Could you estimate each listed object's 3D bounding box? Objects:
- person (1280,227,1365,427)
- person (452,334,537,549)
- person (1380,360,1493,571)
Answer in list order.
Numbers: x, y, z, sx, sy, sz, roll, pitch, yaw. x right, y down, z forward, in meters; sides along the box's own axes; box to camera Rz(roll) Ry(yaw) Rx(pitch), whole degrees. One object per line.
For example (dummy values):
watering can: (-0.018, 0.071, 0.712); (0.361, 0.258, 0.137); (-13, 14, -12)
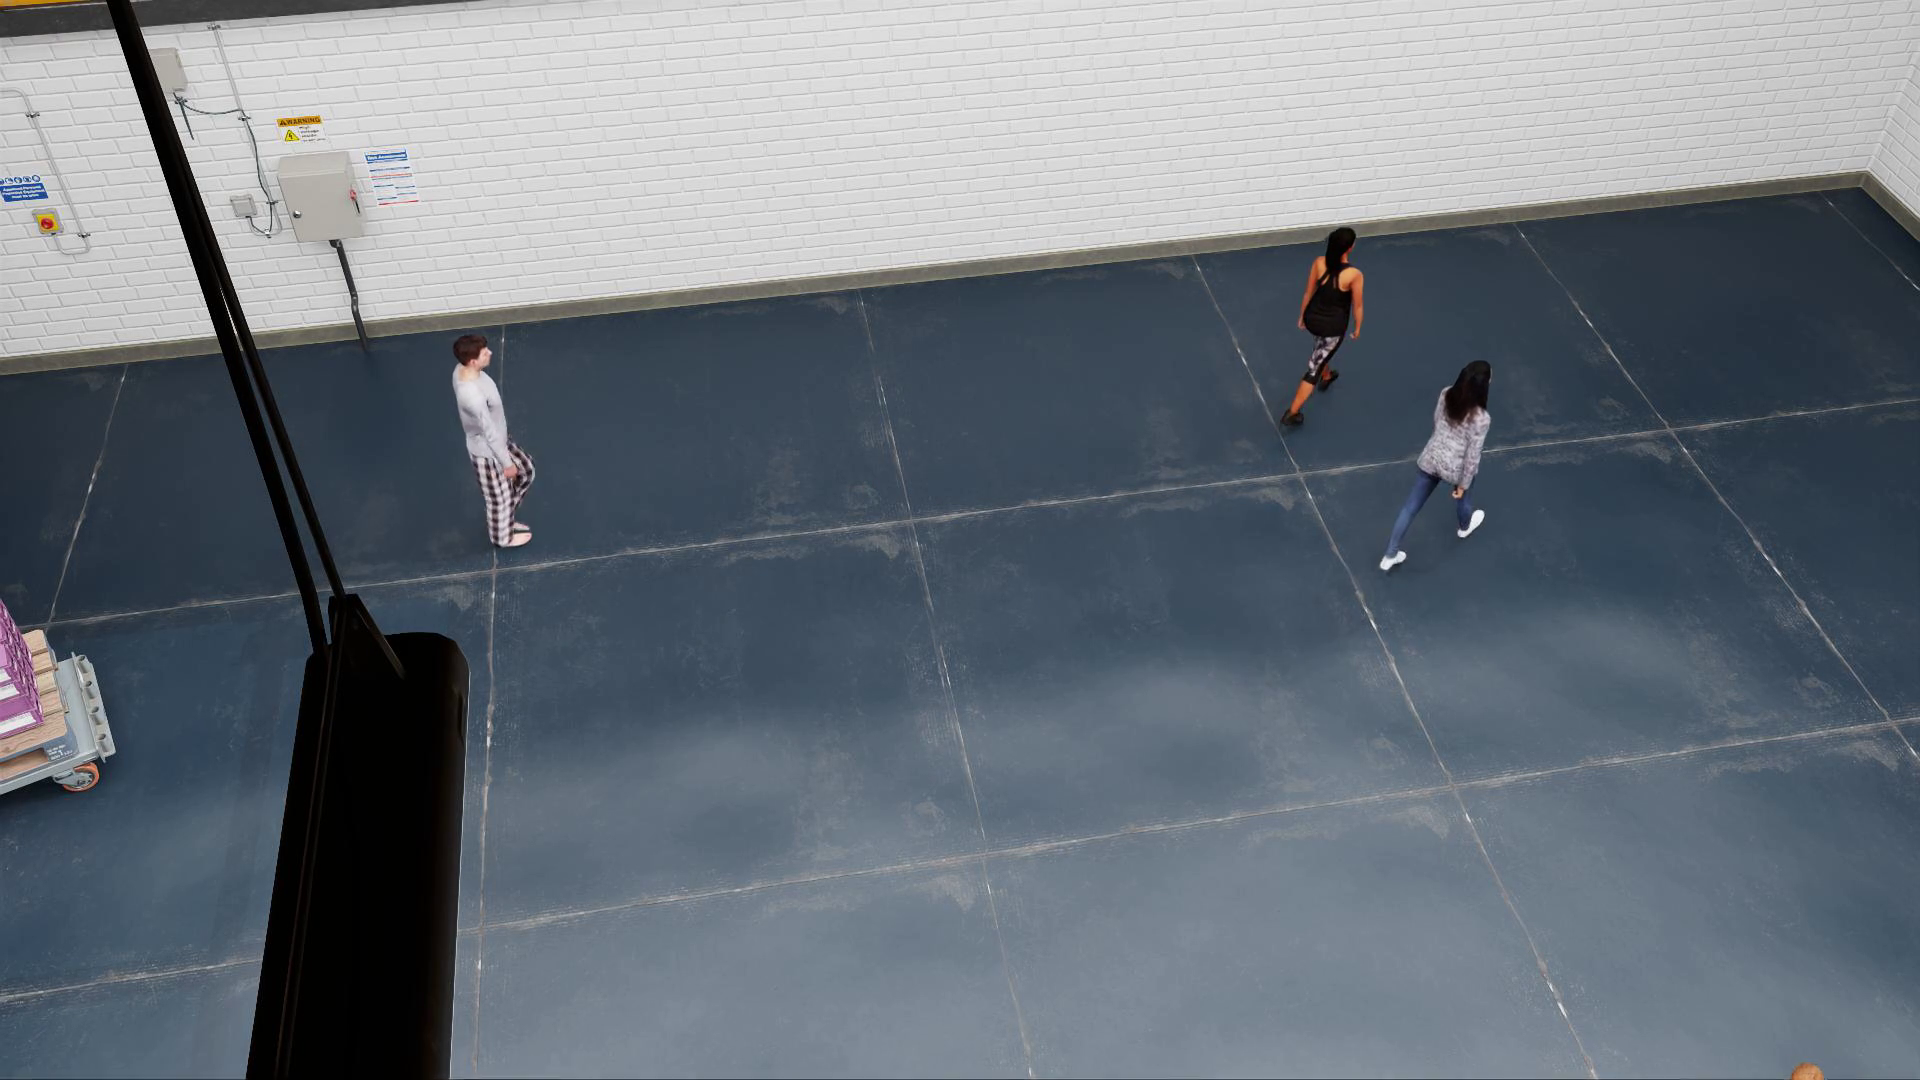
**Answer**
person: (2.708, -1.580, 12.496); (1.099, 1.616, 1.088); (33, 52, 29)
person: (-3.292, -0.627, 11.336); (0.750, 1.838, 0.623); (-12, 45, -13)
person: (3.234, -0.462, 11.277); (1.076, 1.680, 1.202); (-30, 51, -27)
